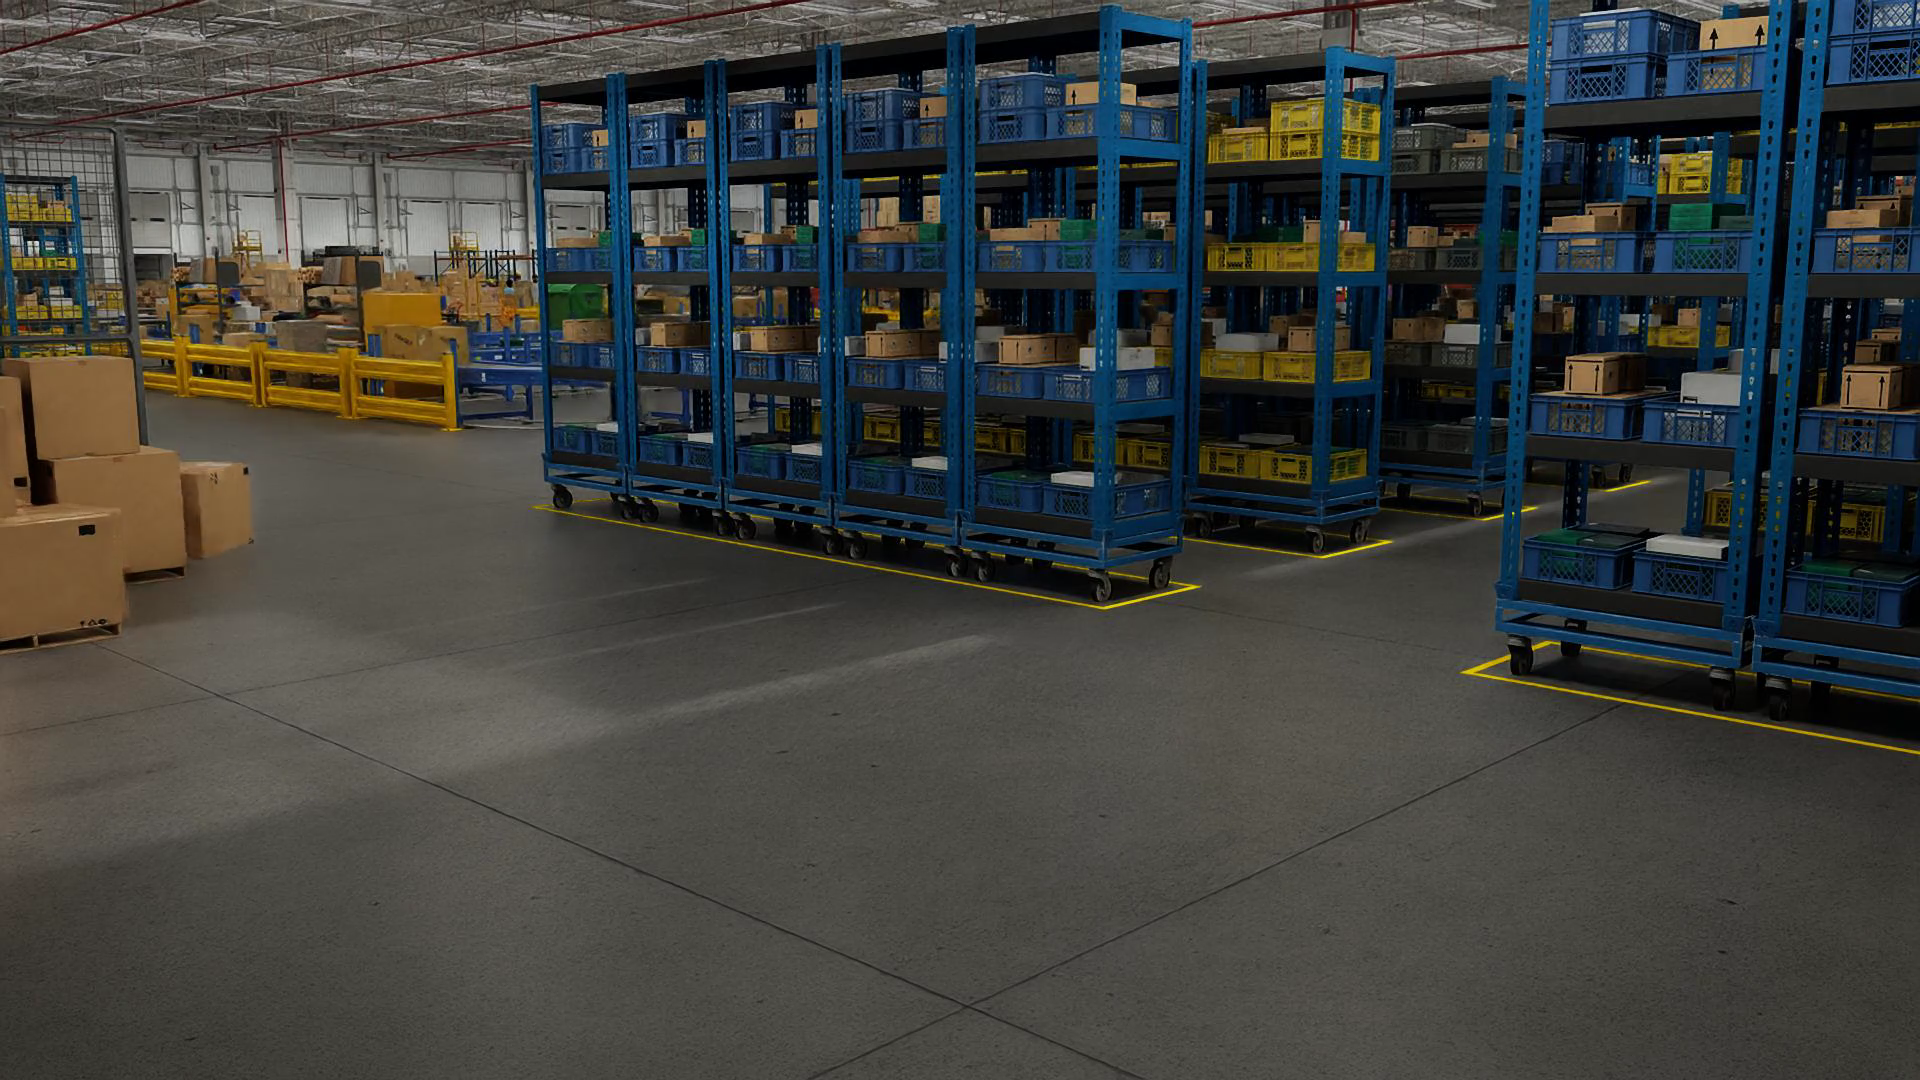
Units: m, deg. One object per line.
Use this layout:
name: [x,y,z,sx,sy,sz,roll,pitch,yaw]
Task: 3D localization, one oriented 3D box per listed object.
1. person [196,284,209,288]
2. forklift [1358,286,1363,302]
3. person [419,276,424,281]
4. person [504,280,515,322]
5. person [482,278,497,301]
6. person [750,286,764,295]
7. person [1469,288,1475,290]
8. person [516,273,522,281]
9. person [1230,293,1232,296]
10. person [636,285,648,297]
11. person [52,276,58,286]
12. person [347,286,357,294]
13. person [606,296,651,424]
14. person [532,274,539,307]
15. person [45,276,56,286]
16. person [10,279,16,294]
person: [-29.016,-9.264,63.687,0.737,1.915,0.549,5,11,28]
forklift: [11.100,-7.017,46.970,1.873,2.768,1.129,9,13,43]
person: [-28.653,-13.213,88.635,0.558,1.662,0.691,9,13,43]
person: [-15.737,-8.246,58.151,0.536,1.694,0.320,7,11,36]
person: [-16.366,-8.217,57.784,0.626,1.736,0.365,-2,9,-11]
person: [-8.533,-10.269,69.473,0.688,2.000,0.537,-7,12,-38]
person: [17.225,-7.841,55.970,0.841,1.589,0.512,9,13,43]
person: [-22.914,-12.951,86.442,0.607,1.868,1.028,7,11,36]
person: [8.650,-7.240,52.087,0.847,1.648,0.539,5,11,30]
person: [-11.876,-9.023,62.209,0.601,1.925,0.963,7,11,35]
person: [-40.101,-10.890,73.909,0.429,1.842,0.632,9,13,43]
person: [-23.390,-9.304,64.211,0.523,1.837,0.838,2,9,11]
person: [-3.484,-1.681,17.514,0.615,1.806,0.620,-7,12,-37]
person: [-15.829,-8.979,62.107,0.510,1.865,0.329,7,12,38]
person: [-29.445,-7.686,54.050,0.551,1.910,0.845,5,11,28]
person: [-41.359,-10.717,72.494,0.378,1.950,0.610,-7,12,-37]
